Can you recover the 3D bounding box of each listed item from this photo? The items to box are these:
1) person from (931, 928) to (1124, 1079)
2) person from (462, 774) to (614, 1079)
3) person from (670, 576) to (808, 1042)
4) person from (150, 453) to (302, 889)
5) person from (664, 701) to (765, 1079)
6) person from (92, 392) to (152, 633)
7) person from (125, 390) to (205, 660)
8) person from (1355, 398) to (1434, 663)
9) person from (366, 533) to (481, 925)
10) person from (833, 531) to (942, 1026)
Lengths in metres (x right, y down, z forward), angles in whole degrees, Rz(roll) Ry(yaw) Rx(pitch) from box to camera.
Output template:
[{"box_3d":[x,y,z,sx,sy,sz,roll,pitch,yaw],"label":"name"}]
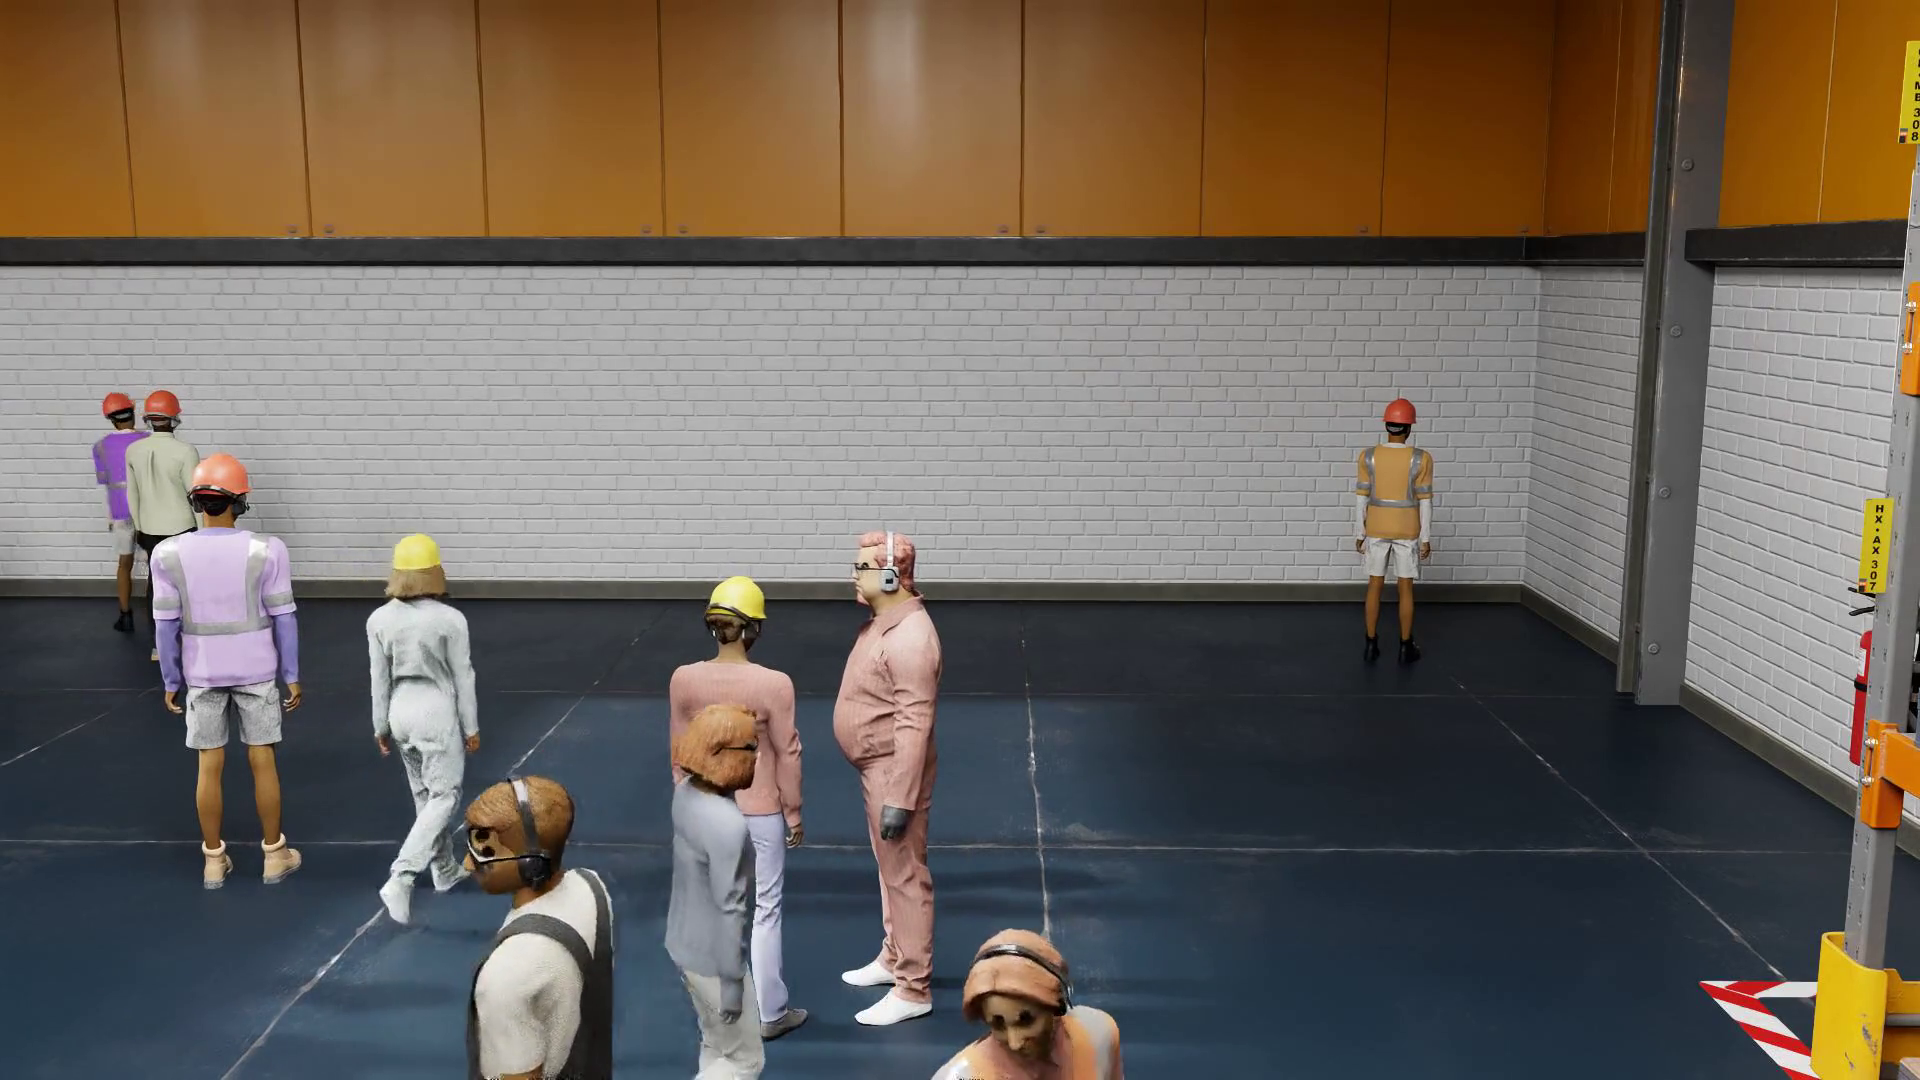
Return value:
[{"box_3d":[0.134,1.545,3.489,0.543,1.612,0.462,-8,12,-40],"label":"person"},{"box_3d":[-0.940,1.391,3.849,0.800,1.804,0.529,3,10,16],"label":"person"},{"box_3d":[-0.828,1.011,6.267,0.523,1.760,0.325,3,10,17],"label":"person"},{"box_3d":[-3.411,0.613,7.793,0.615,2.042,0.374,-2,10,-12],"label":"person"},{"box_3d":[-0.806,1.284,5.075,0.501,1.616,0.519,-5,11,-29],"label":"person"},{"box_3d":[-6.466,-0.206,13.175,0.689,1.895,0.380,0,9,0],"label":"person"},{"box_3d":[-5.775,-0.098,12.189,0.622,1.997,0.371,2,10,12],"label":"person"},{"box_3d":[3.177,-0.066,12.179,0.553,1.935,0.361,4,10,24],"label":"person"},{"box_3d":[-2.429,0.827,7.458,0.487,1.717,0.775,3,10,16],"label":"person"},{"box_3d":[-0.284,0.907,6.437,0.406,1.911,0.638,-2,10,-9],"label":"person"}]
